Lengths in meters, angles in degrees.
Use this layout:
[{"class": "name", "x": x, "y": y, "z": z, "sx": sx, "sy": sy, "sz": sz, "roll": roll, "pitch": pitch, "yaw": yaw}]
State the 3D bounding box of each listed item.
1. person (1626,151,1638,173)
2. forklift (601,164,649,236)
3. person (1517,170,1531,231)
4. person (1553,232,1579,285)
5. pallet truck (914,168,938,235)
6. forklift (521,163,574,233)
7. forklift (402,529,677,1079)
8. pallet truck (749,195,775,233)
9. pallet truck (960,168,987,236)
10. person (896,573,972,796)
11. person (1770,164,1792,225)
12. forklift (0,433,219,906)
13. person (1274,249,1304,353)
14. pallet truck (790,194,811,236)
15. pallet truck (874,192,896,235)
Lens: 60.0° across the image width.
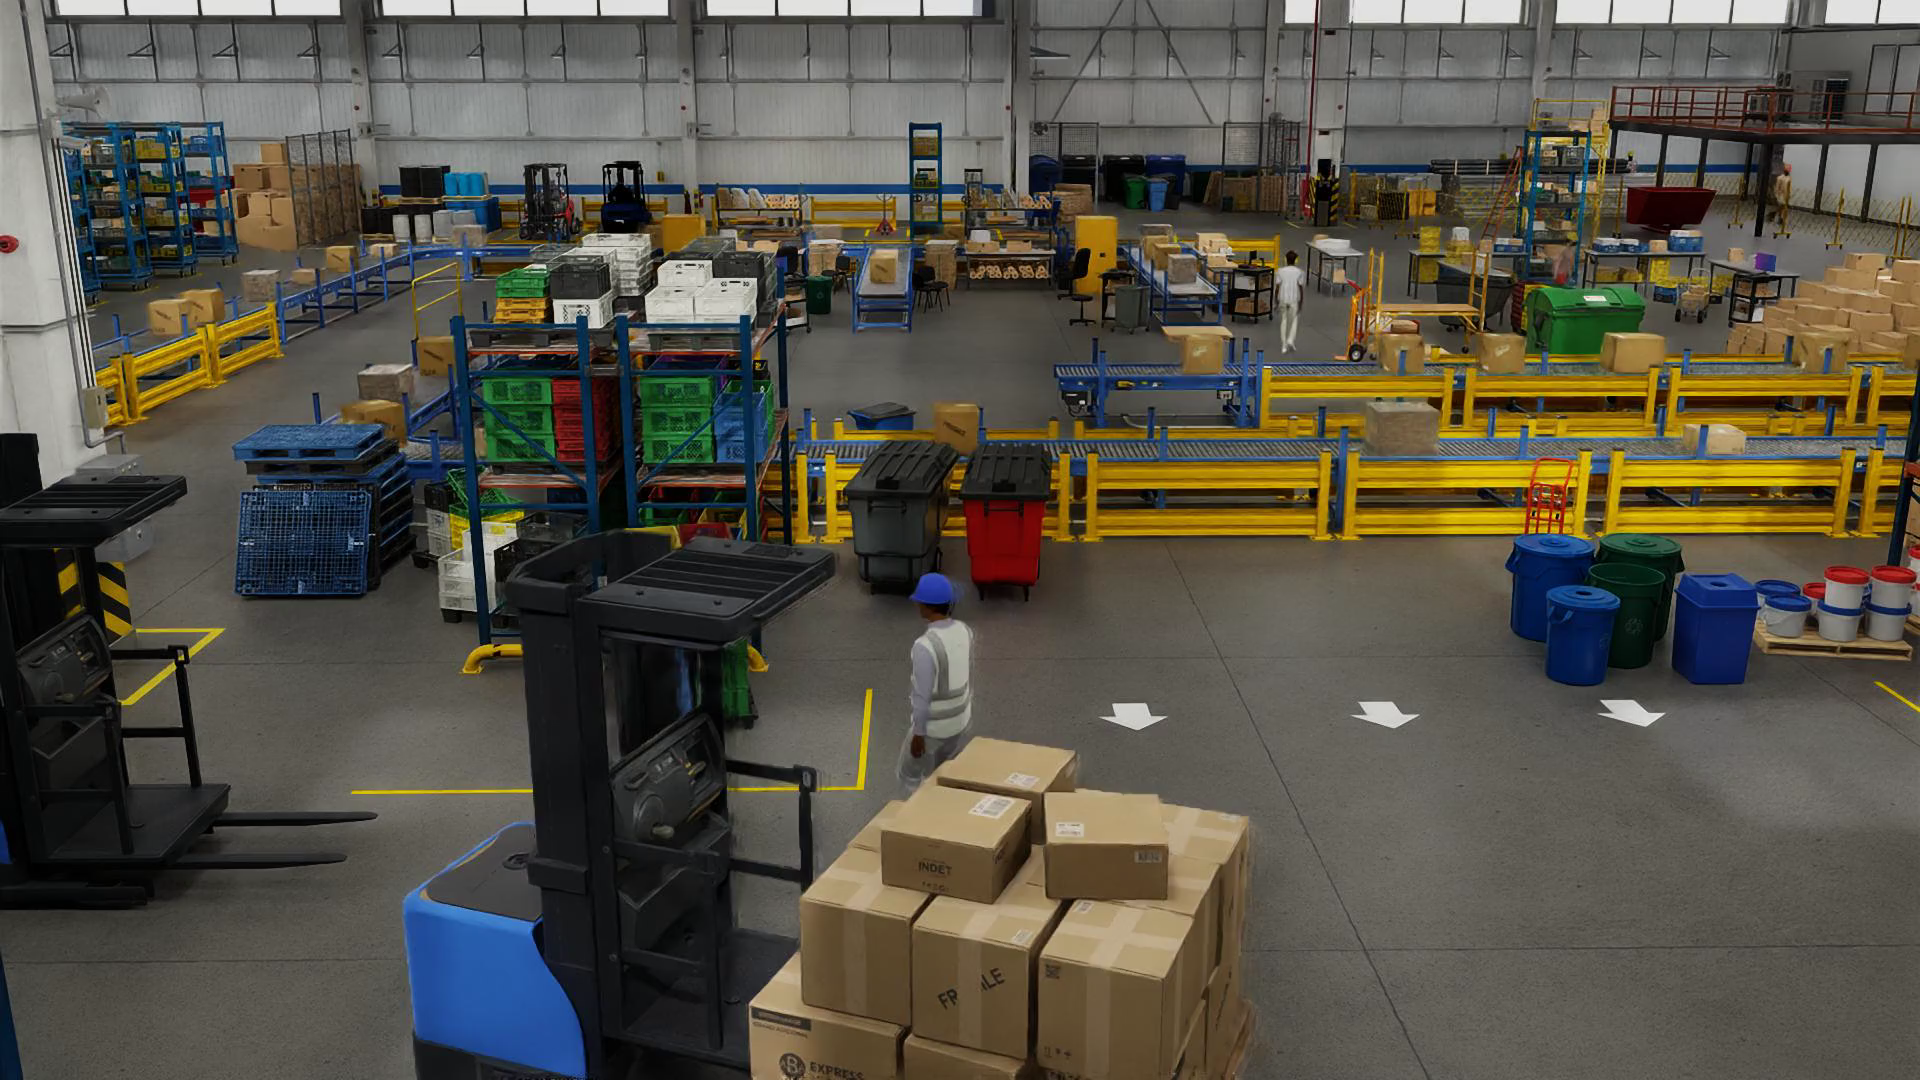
[{"class": "person", "x": 24.454, "y": -13.251, "z": 60.833, "sx": 0.595, "sy": 1.925, "sz": 0.374, "roll": 0, "pitch": 16, "yaw": -1}, {"class": "forklift", "x": -9.948, "y": -10.127, "z": 49.296, "sx": 1.157, "sy": 1.987, "sz": 2.680, "roll": -1, "pitch": 16, "yaw": -3}, {"class": "person", "x": 17.368, "y": -10.406, "z": 51.020, "sx": 0.586, "sy": 1.883, "sz": 0.340, "roll": 0, "pitch": 16, "yaw": -1}, {"class": "person", "x": 12.302, "y": -5.415, "z": 33.912, "sx": 0.484, "sy": 1.740, "sz": 0.535, "roll": 14, "pitch": 21, "yaw": 40}, {"class": "pallet truck", "x": -0.989, "y": -10.316, "z": 50.507, "sx": 0.823, "sy": 1.965, "sz": 1.885, "roll": 1, "pitch": 16, "yaw": 3}, {"class": "forklift", "x": -12.233, "y": -10.122, "z": 49.298, "sx": 1.157, "sy": 1.987, "sz": 2.680, "roll": 0, "pitch": 16, "yaw": -1}, {"class": "forklift", "x": -1.744, "y": 1.399, "z": 8.215, "sx": 1.873, "sy": 2.768, "sz": 1.129, "roll": 6, "pitch": 17, "yaw": 20}, {"class": "pallet truck", "x": -6.051, "y": -9.967, "z": 50.660, "sx": 0.680, "sy": 1.201, "sz": 1.601, "roll": 0, "pitch": 16, "yaw": -1}, {"class": "pallet truck", "x": 0.383, "y": -10.230, "z": 50.206, "sx": 0.823, "sy": 1.965, "sz": 1.885, "roll": -1, "pitch": 16, "yaw": -3}, {"class": "person", "x": -0.153, "y": 1.146, "z": 10.767, "sx": 0.439, "sy": 1.936, "sz": 0.640, "roll": 9, "pitch": 19, "yaw": 30}, {"class": "person", "x": 26.354, "y": -11.092, "z": 53.356, "sx": 0.549, "sy": 1.914, "sz": 0.705, "roll": -6, "pitch": 17, "yaw": -20}, {"class": "forklift", "x": -5.952, "y": 0.780, "z": 10.366, "sx": 1.873, "sy": 2.768, "sz": 1.129, "roll": 0, "pitch": 16, "yaw": -1}, {"class": "person", "x": 5.857, "y": -4.254, "z": 29.697, "sx": 0.517, "sy": 1.858, "sz": 0.402, "roll": 4, "pitch": 17, "yaw": 15}, {"class": "pallet truck", "x": -4.814, "y": -9.883, "z": 50.259, "sx": 0.704, "sy": 1.261, "sz": 1.522, "roll": -1, "pitch": 16, "yaw": -3}, {"class": "pallet truck", "x": -2.277, "y": -9.986, "z": 50.594, "sx": 0.653, "sy": 1.274, "sz": 1.630, "roll": 0, "pitch": 16, "yaw": -1}]
